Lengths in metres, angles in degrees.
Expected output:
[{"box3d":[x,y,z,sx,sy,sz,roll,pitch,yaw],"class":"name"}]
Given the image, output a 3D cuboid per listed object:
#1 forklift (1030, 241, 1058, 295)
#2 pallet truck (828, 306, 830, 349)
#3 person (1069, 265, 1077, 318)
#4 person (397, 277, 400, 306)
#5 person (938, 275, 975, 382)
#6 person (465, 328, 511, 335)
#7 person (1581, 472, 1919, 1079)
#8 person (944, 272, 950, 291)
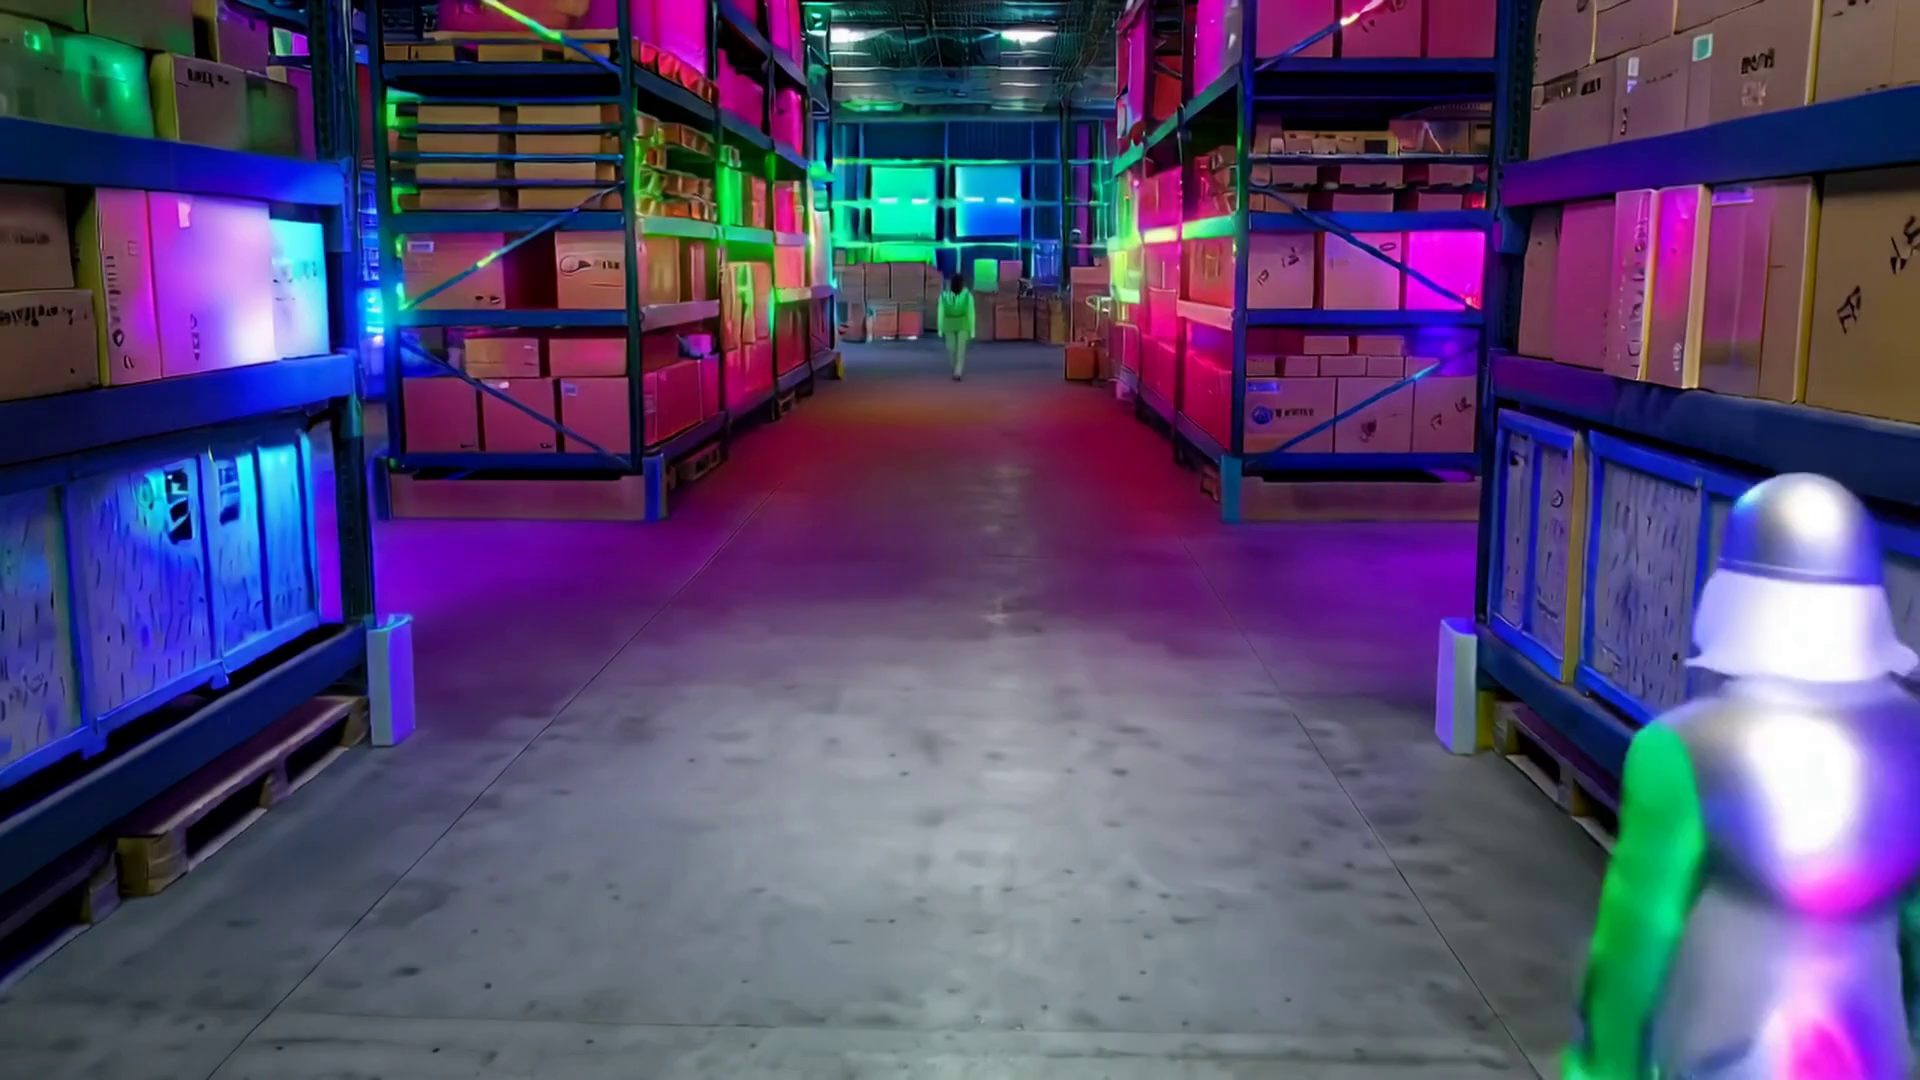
[{"box3d":[3.226,-10.111,64.124,1.129,2.768,1.873,0,9,1],"class":"forklift"},{"box3d":[-3.100,-3.940,29.800,1.885,1.965,0.823,3,10,19],"class":"pallet truck"},{"box3d":[4.146,-8.966,60.151,0.464,1.909,0.620,6,11,32],"class":"person"},{"box3d":[-21.979,-9.602,64.361,0.978,1.793,0.640,7,12,36],"class":"person"},{"box3d":[-0.053,-3.632,28.514,0.628,1.809,0.914,1,10,9],"class":"person"},{"box3d":[-5.317,-1.929,18.811,0.528,1.661,0.879,0,9,-2],"class":"person"},{"box3d":[1.177,0.761,2.444,0.510,1.720,0.543,0,9,2],"class":"person"},{"box3d":[-0.605,-9.037,61.280,0.536,1.687,0.442,-6,11,-34],"class":"person"}]
